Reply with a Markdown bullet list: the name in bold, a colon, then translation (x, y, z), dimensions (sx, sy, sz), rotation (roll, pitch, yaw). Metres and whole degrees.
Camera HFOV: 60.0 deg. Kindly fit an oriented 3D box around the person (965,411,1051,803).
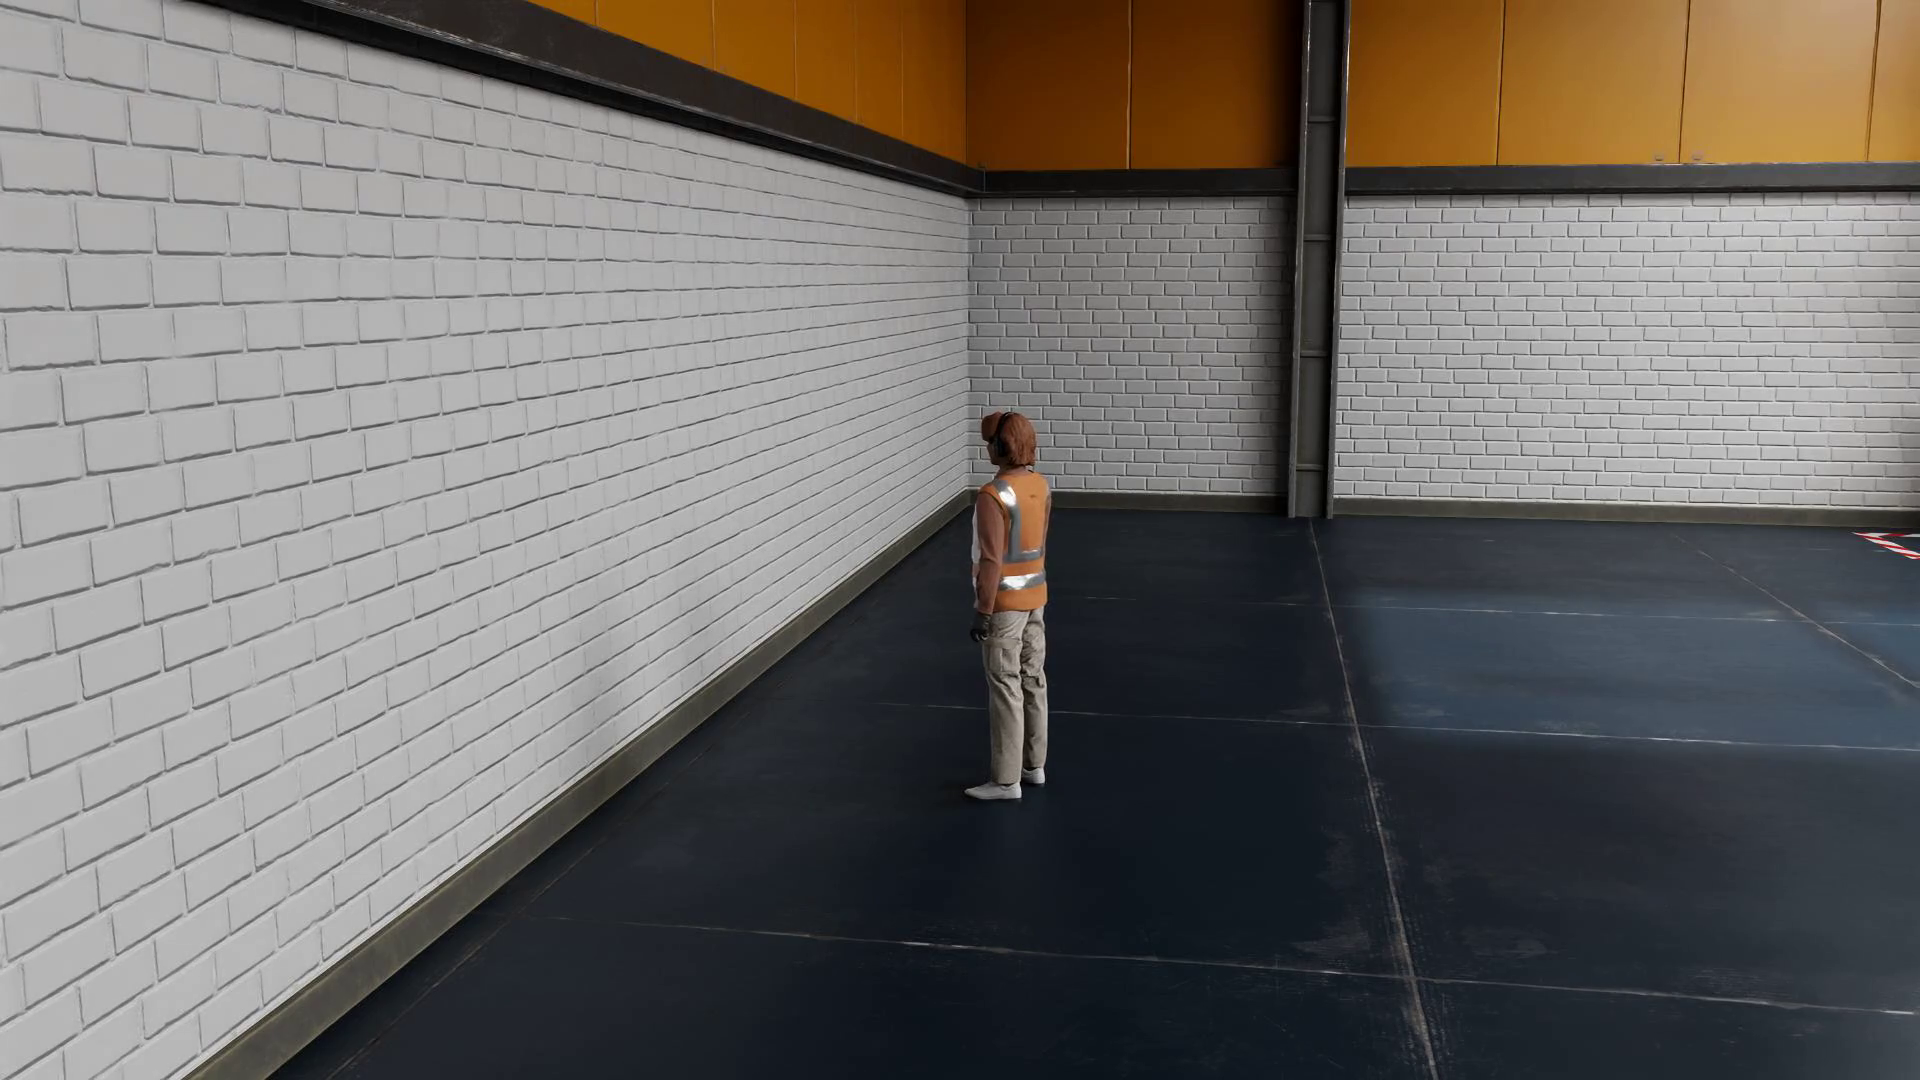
- **person**: translation (0.213, 0.279, 6.991), dimensions (0.306, 1.640, 0.522), rotation (5, 11, 30)
